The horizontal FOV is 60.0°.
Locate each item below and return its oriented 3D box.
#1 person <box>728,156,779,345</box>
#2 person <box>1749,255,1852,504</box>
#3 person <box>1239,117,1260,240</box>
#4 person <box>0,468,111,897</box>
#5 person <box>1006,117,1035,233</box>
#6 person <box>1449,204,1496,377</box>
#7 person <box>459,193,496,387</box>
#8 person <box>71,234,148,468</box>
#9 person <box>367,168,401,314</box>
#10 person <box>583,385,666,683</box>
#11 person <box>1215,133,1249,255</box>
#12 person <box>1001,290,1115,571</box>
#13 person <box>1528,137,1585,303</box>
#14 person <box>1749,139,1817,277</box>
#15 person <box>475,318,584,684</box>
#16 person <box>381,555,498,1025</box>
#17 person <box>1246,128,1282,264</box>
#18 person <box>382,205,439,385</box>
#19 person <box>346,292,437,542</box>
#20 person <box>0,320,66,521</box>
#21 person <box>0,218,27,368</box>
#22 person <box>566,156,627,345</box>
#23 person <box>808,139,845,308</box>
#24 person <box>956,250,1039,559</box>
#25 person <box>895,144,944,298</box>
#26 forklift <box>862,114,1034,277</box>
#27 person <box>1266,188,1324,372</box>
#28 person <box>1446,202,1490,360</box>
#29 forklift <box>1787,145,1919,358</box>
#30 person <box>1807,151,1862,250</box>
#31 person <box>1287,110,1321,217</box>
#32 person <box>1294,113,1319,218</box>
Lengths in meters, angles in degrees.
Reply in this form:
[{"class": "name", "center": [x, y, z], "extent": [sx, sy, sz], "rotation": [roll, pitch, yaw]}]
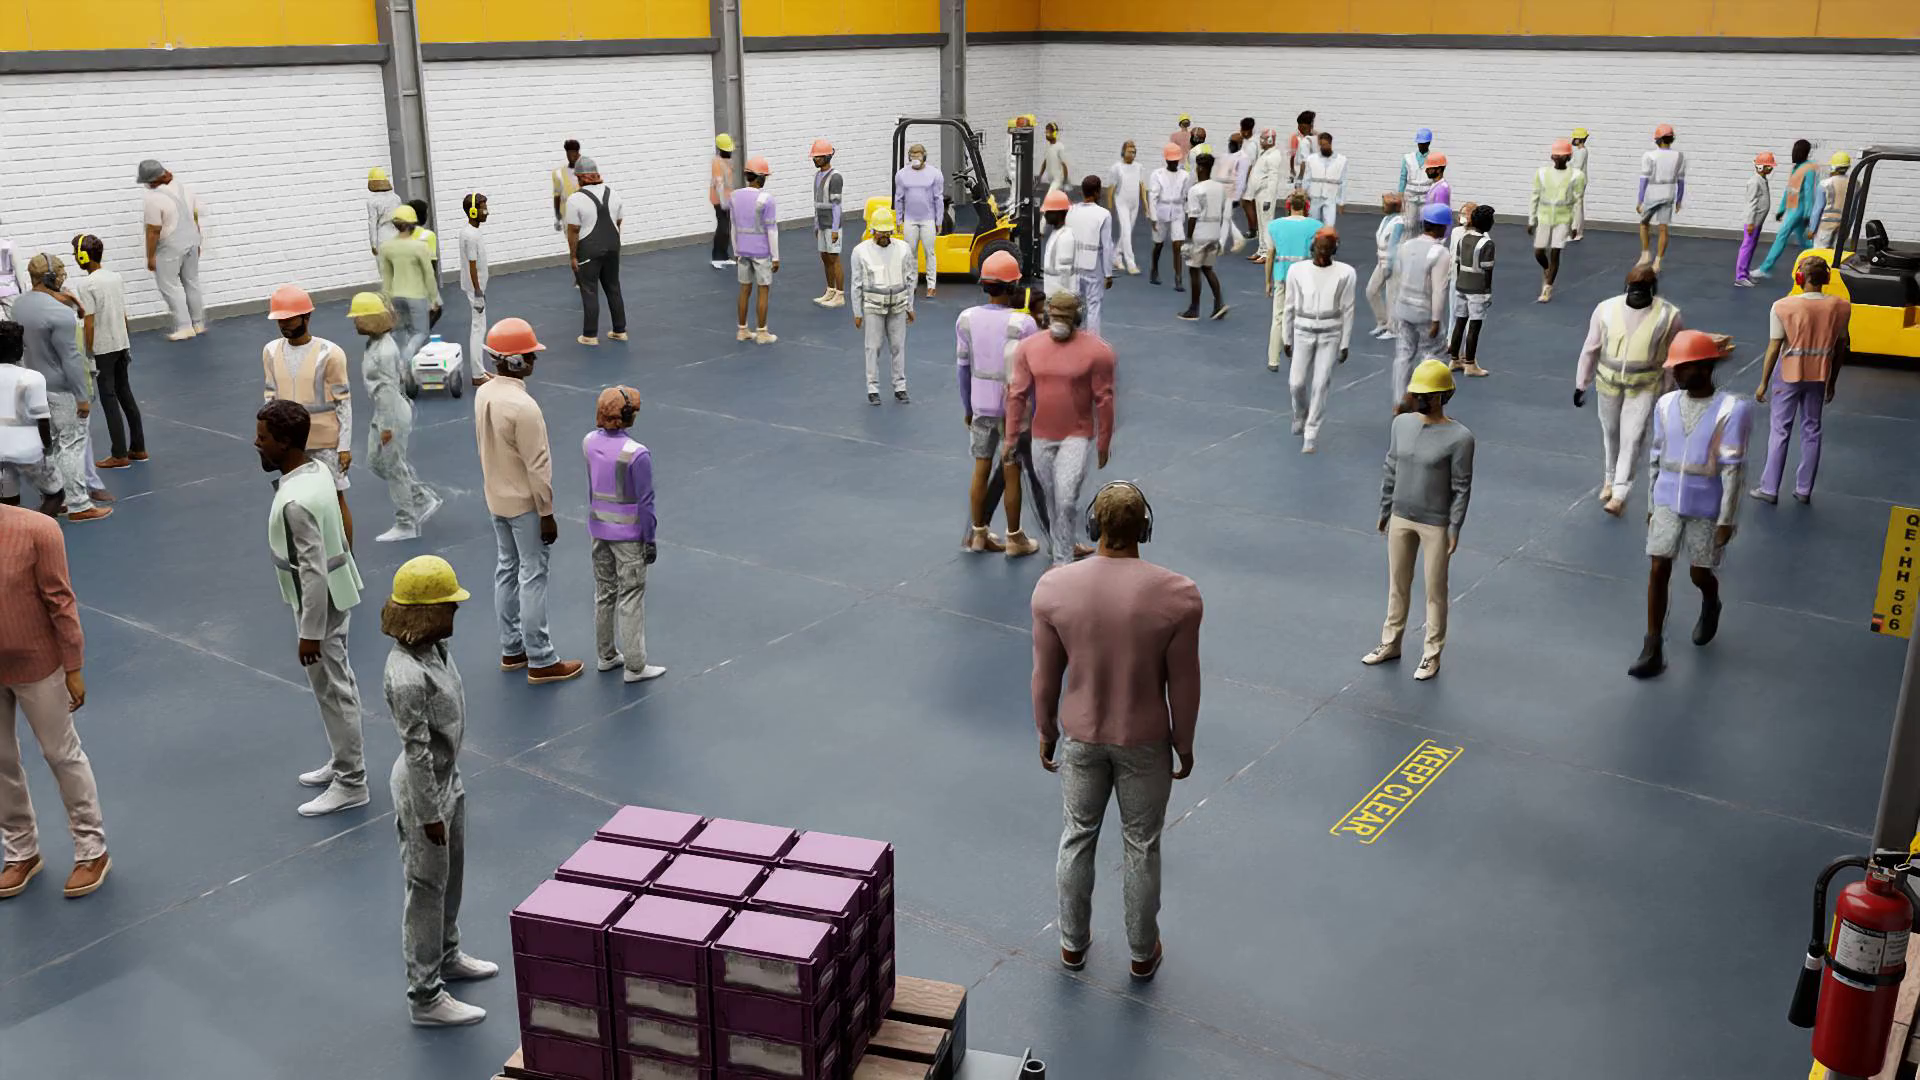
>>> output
[{"class": "person", "center": [-2.210, -3.140, 18.109], "extent": [0.613, 2.028, 0.409], "rotation": [10, 20, 29]}, {"class": "person", "center": [6.161, -1.157, 12.204], "extent": [0.563, 1.838, 0.390], "rotation": [1, 18, 2]}, {"class": "person", "center": [4.598, -5.739, 26.412], "extent": [0.378, 1.930, 0.777], "rotation": [4, 18, 13]}, {"class": "person", "center": [-3.873, 0.519, 6.738], "extent": [0.624, 1.980, 0.410], "rotation": [-2, 18, -5]}, {"class": "person", "center": [0.990, -5.862, 26.844], "extent": [0.358, 1.885, 0.572], "rotation": [-14, 23, -37]}, {"class": "person", "center": [5.128, -2.485, 16.584], "extent": [0.317, 1.695, 0.540], "rotation": [-6, 19, -18]}, {"class": "person", "center": [-4.661, -2.414, 16.107], "extent": [0.325, 1.861, 0.512], "rotation": [-6, 19, -17]}, {"class": "person", "center": [-6.797, -1.496, 13.241], "extent": [0.343, 1.857, 0.521], "rotation": [3, 18, 8]}, {"class": "person", "center": [-6.897, -3.587, 19.978], "extent": [0.324, 1.737, 0.488], "rotation": [11, 21, 30]}, {"class": "person", "center": [-1.832, -0.029, 9.014], "extent": [0.508, 1.629, 0.317], "rotation": [13, 22, 36]}, {"class": "person", "center": [4.015, -5.128, 24.686], "extent": [0.603, 1.804, 0.682], "rotation": [-6, 19, -18]}, {"class": "person", "center": [0.580, -0.589, 10.312], "extent": [0.647, 1.903, 0.864], "rotation": [8, 20, 25]}, {"class": "person", "center": [7.443, -4.004, 20.799], "extent": [0.629, 2.030, 0.633], "rotation": [10, 20, 29]}, {"class": "person", "center": [11.350, -4.483, 22.575], "extent": [1.020, 1.868, 0.611], "rotation": [3, 18, 10]}, {"class": "person", "center": [-2.361, -0.207, 8.979], "extent": [0.382, 1.995, 0.612], "rotation": [-16, 24, -41]}, {"class": "person", "center": [-1.867, 0.888, 5.982], "extent": [0.321, 1.737, 0.489], "rotation": [-1, 18, -4]}, {"class": "person", "center": [4.385, -4.951, 23.958], "extent": [0.411, 1.911, 0.643], "rotation": [-1, 18, -2]}, {"class": "person", "center": [-5.353, -2.342, 16.066], "extent": [0.550, 1.739, 0.675], "rotation": [5, 18, 15]}, {"class": "person", "center": [-3.915, -0.839, 11.386], "extent": [0.404, 1.727, 0.494], "rotation": [-10, 20, -28]}, {"class": "person", "center": [-5.984, -0.551, 10.566], "extent": [0.545, 1.678, 0.378], "rotation": [1, 18, 4]}, {"class": "person", "center": [-9.515, -2.419, 16.477], "extent": [0.525, 1.637, 0.310], "rotation": [-4, 18, -13]}, {"class": "person", "center": [-4.010, -3.178, 18.198], "extent": [0.540, 2.000, 0.692], "rotation": [17, 24, 42]}, {"class": "person", "center": [-1.645, -3.869, 20.382], "extent": [0.408, 2.035, 0.602], "rotation": [-11, 21, -30]}, {"class": "person", "center": [0.269, -0.886, 11.017], "extent": [0.608, 2.048, 0.365], "rotation": [10, 20, 29]}, {"class": "person", "center": [-0.520, -4.040, 21.085], "extent": [0.635, 1.929, 0.385], "rotation": [3, 18, 11]}, {"class": "forklift", "center": [-0.171, -4.594, 22.377], "extent": [2.313, 2.155, 1.214], "rotation": [1, 18, 3]}, {"class": "person", "center": [3.338, -2.582, 16.664], "extent": [0.566, 1.836, 0.377], "rotation": [5, 18, 15]}, {"class": "person", "center": [5.269, -2.705, 17.375], "extent": [0.282, 1.634, 0.498], "rotation": [-11, 21, -32]}, {"class": "forklift", "center": [9.803, -2.879, 17.013], "extent": [2.313, 2.155, 1.214], "rotation": [12, 21, 33]}, {"class": "person", "center": [11.002, -3.972, 21.017], "extent": [0.594, 1.832, 0.404], "rotation": [-3, 18, -9]}, {"class": "person", "center": [5.789, -6.267, 28.032], "extent": [0.606, 1.940, 0.855], "rotation": [-10, 20, -28]}, {"class": "person", "center": [5.489, -5.798, 26.523], "extent": [0.381, 1.958, 0.603], "rotation": [9, 20, 25]}]
